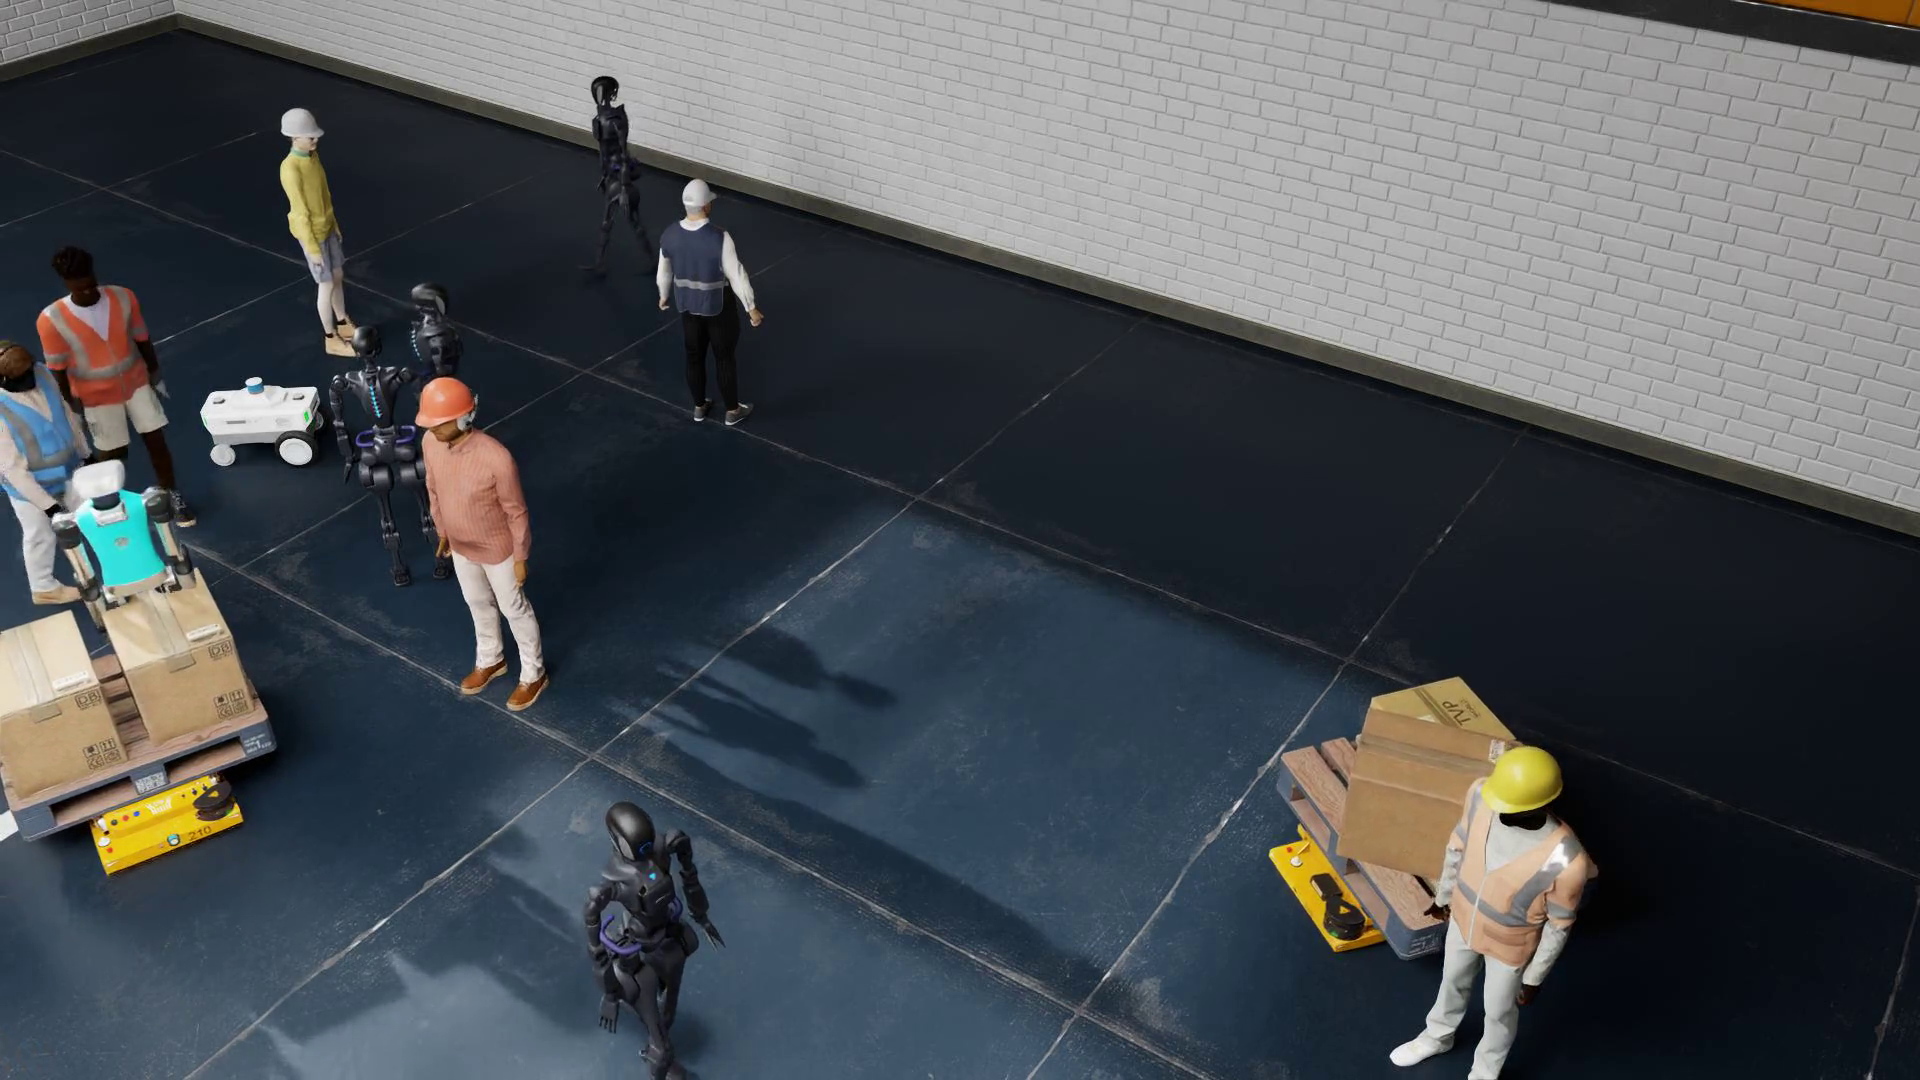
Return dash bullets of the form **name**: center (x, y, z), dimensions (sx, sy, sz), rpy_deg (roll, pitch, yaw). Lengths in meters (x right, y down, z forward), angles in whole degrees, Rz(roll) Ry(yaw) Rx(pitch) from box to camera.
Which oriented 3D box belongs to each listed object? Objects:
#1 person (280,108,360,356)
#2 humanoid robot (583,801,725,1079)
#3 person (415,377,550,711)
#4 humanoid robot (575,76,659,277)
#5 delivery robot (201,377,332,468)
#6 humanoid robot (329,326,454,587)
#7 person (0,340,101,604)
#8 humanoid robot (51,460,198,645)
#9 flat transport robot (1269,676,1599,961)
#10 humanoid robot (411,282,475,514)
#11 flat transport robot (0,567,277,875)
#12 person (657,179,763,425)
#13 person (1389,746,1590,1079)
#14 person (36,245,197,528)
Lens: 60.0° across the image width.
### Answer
- **person**: center (-4.634, -2.211, 12.026), dimensions (0.413, 1.880, 0.488), rpy_deg (1, 35, 2)
- **humanoid robot**: center (-1.227, 1.649, 6.682), dimensions (0.430, 1.649, 0.607), rpy_deg (26, 42, 32)
- **person**: center (-2.521, 0.021, 8.733), dimensions (0.624, 1.991, 0.399), rpy_deg (18, 39, 23)
- **humanoid robot**: center (-2.740, -2.814, 13.075), dimensions (0.693, 1.637, 0.603), rpy_deg (-18, 39, -24)
- **delivery robot**: center (-4.648, -0.801, 11.176), dimensions (0.811, 0.613, 0.499), rpy_deg (-3, 35, -5)
- **humanoid robot**: center (-3.327, -0.488, 9.720), dimensions (0.599, 1.657, 0.315), rpy_deg (-7, 36, -10)
- **person**: center (-5.146, -0.354, 9.448), dimensions (0.842, 1.788, 0.657), rpy_deg (6, 35, 8)
- **humanoid robot**: center (-4.211, 0.279, 8.580), dimensions (0.538, 1.784, 0.707), rpy_deg (-18, 39, -24)
- **flat transport robot**: center (2.296, 1.538, 8.066), dimensions (1.431, 0.231, 0.659), rpy_deg (-11, 37, -16)
- **humanoid robot**: center (-3.146, -0.826, 10.245), dimensions (0.556, 1.653, 0.606), rpy_deg (-10, 36, -14)
- **flat transport robot**: center (-4.272, 1.123, 8.658), dimensions (0.659, 0.231, 1.431), rpy_deg (-21, 40, -27)
- **person**: center (-1.707, -1.590, 11.238), dimensions (0.751, 1.754, 0.445), rpy_deg (10, 36, 14)
- **person**: center (2.113, 1.549, 6.615), dimensions (0.377, 1.917, 0.585), rpy_deg (-20, 40, -26)
- **person**: center (-5.189, -0.939, 10.153), dimensions (0.574, 1.939, 0.636), rpy_deg (30, 45, 35)
